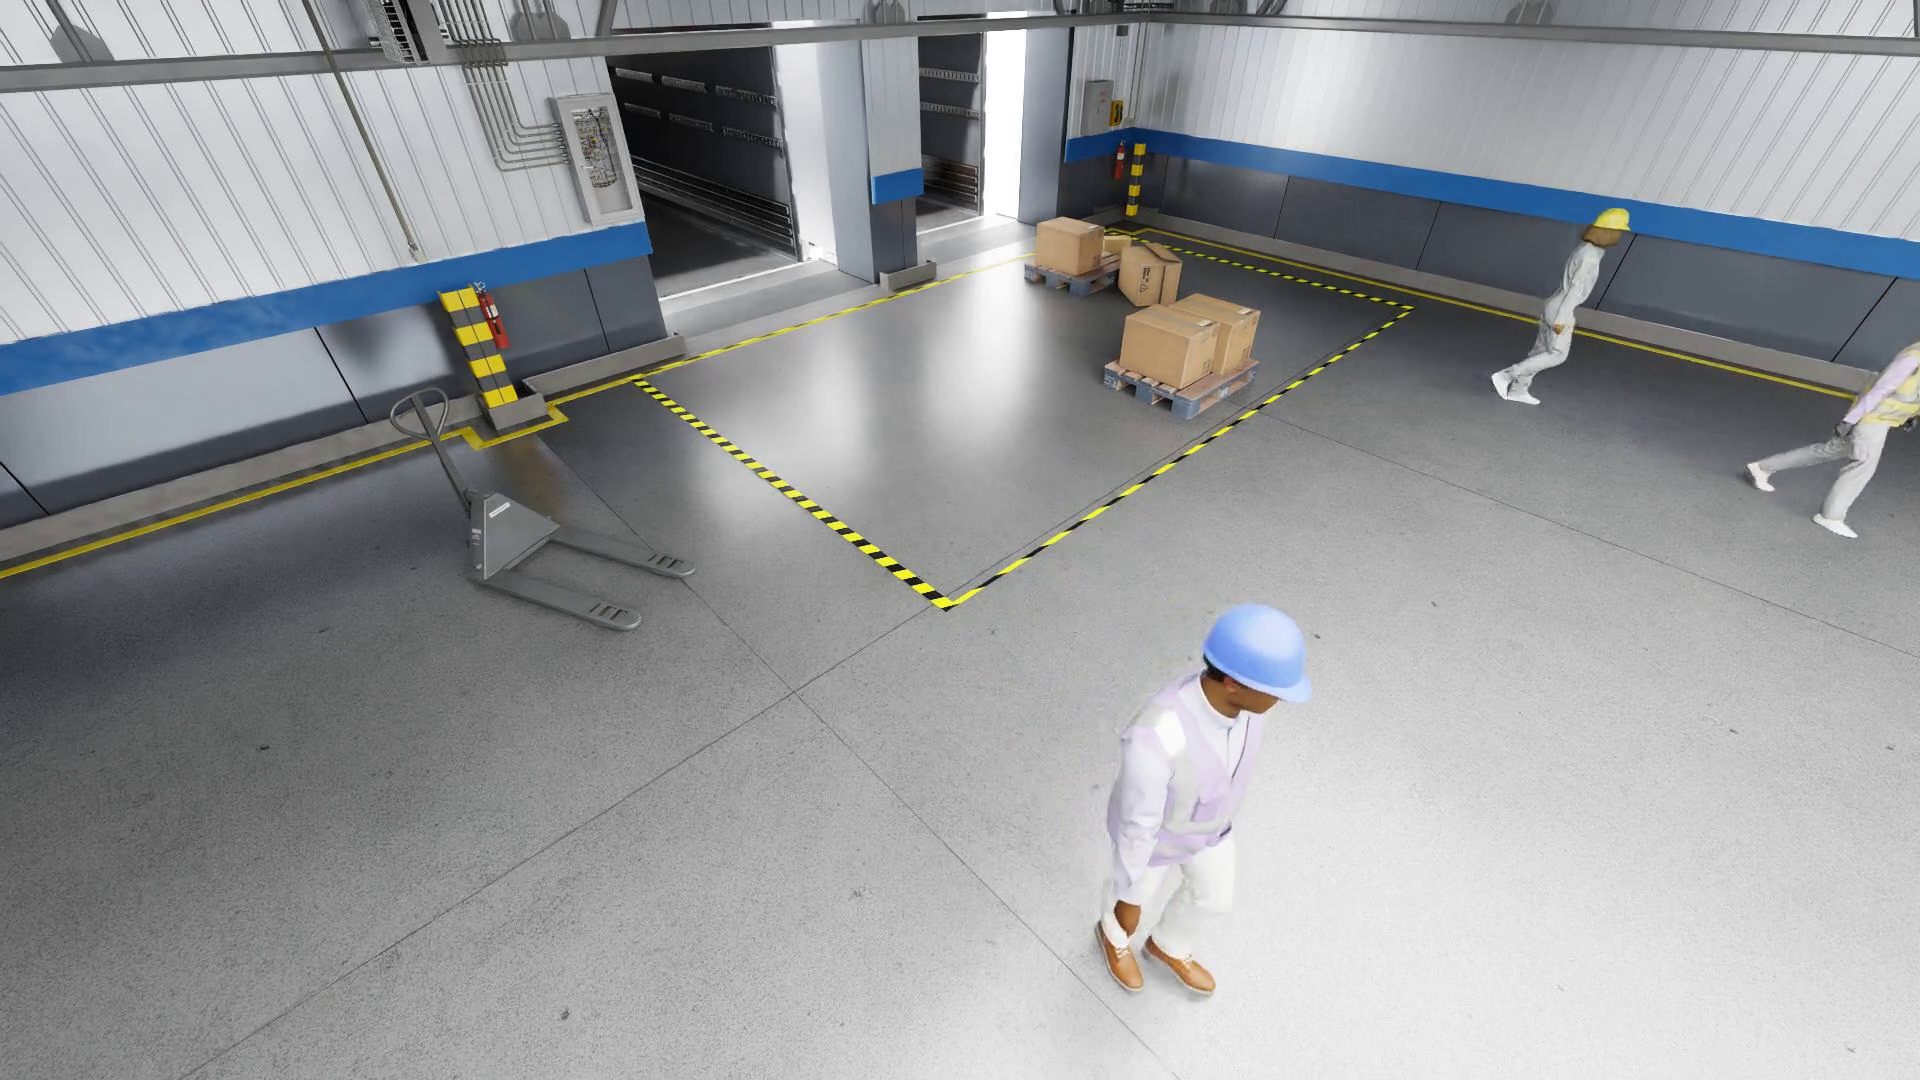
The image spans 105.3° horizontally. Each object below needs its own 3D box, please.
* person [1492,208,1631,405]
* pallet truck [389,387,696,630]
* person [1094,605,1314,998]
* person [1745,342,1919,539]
[{"bbox_3d":[5.246,-2.013,6.470,0.470,1.726,0.499,20,42,24],"label":"person"},{"bbox_3d":[-2.613,-0.247,4.593,1.601,1.201,0.680,14,40,17],"label":"pallet truck"},{"bbox_3d":[0.734,0.983,2.439,0.655,1.932,0.512,-19,42,-23],"label":"person"},{"bbox_3d":[6.325,-0.870,5.096,0.515,1.600,0.801,-17,41,-20],"label":"person"}]
